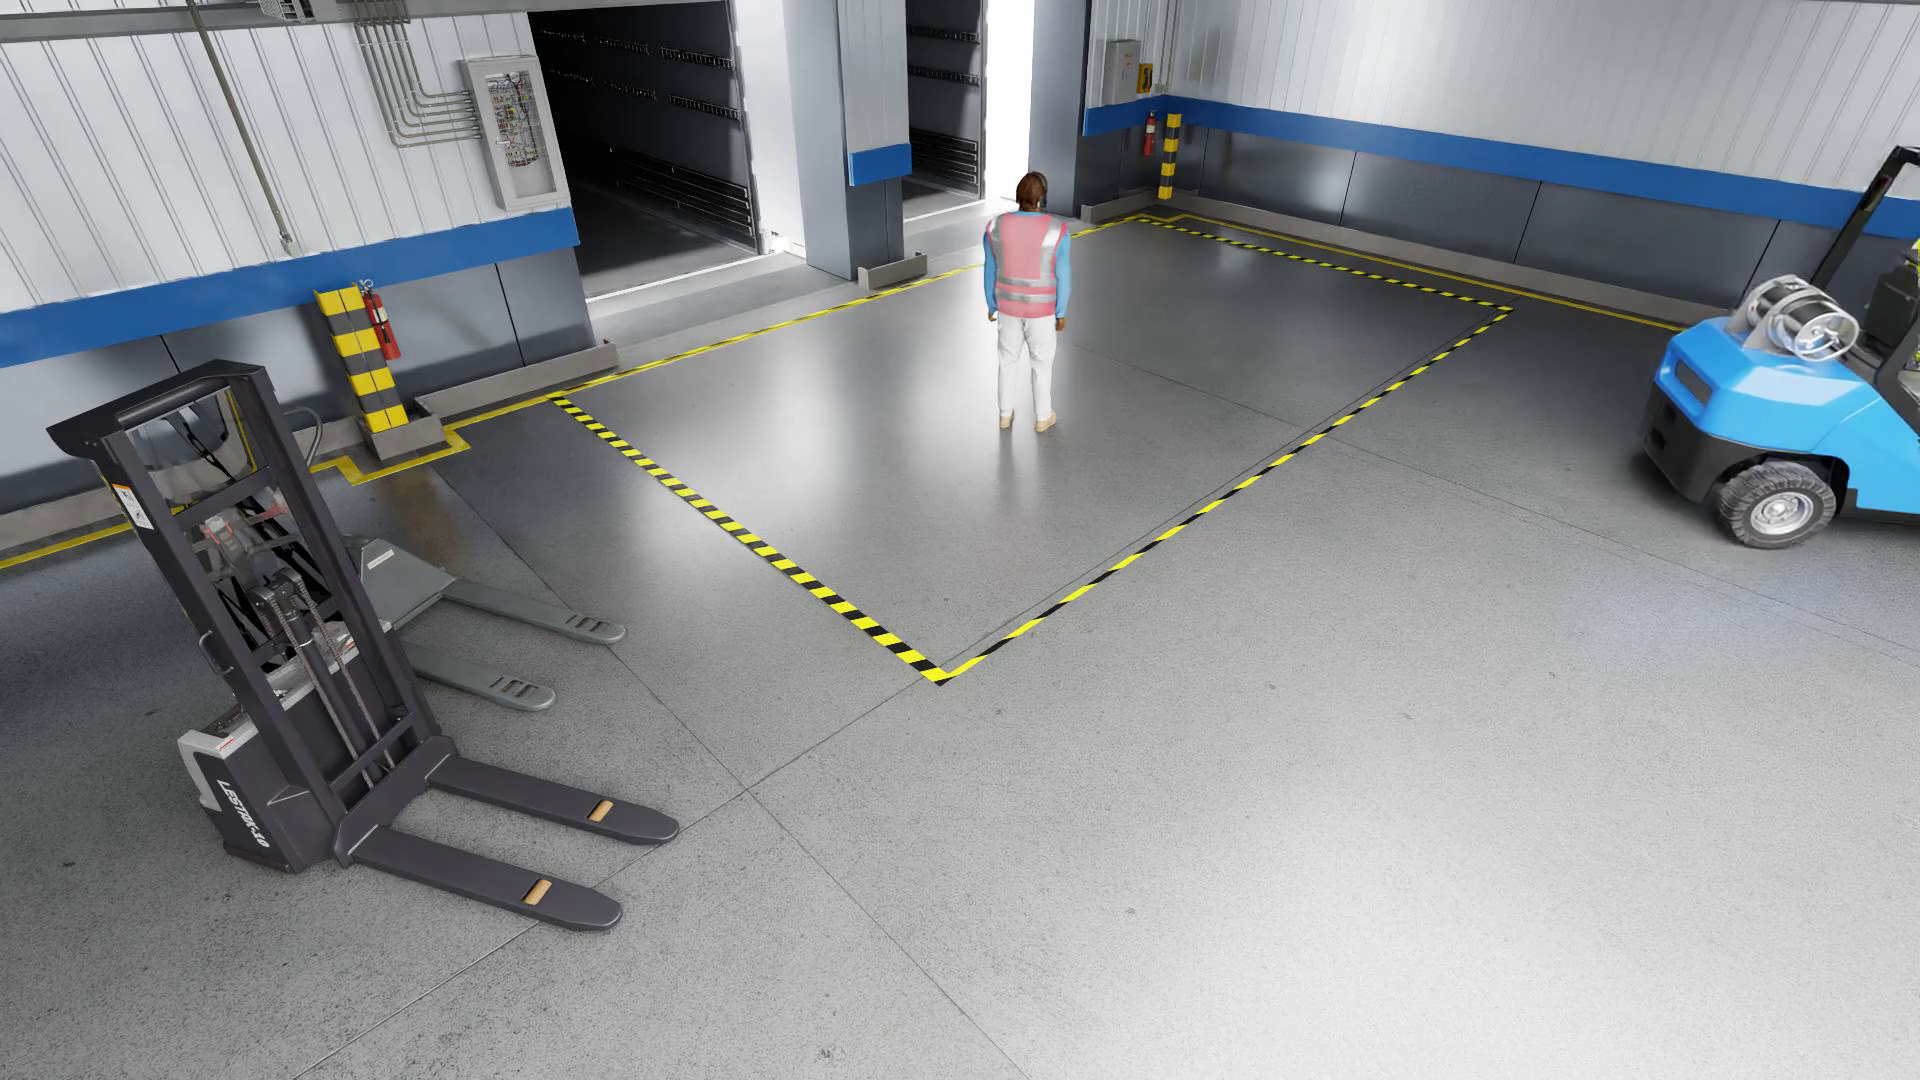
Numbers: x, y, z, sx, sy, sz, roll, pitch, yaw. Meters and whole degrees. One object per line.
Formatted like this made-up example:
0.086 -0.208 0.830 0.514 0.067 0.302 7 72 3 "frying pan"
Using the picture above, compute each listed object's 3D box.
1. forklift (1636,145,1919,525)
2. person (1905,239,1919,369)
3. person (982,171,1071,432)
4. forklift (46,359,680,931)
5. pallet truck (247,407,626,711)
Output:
5.908 -1.151 5.351 2.680 2.036 1.157 8 35 11 "forklift"
5.964 -1.294 5.228 1.004 1.293 0.635 8 35 11 "person"
0.476 -1.659 6.550 0.622 1.844 0.431 11 36 15 "person"
-2.135 0.422 3.354 1.885 1.965 0.823 10 35 14 "forklift"
-2.628 0.038 4.590 1.601 1.201 0.680 12 36 18 "pallet truck"
